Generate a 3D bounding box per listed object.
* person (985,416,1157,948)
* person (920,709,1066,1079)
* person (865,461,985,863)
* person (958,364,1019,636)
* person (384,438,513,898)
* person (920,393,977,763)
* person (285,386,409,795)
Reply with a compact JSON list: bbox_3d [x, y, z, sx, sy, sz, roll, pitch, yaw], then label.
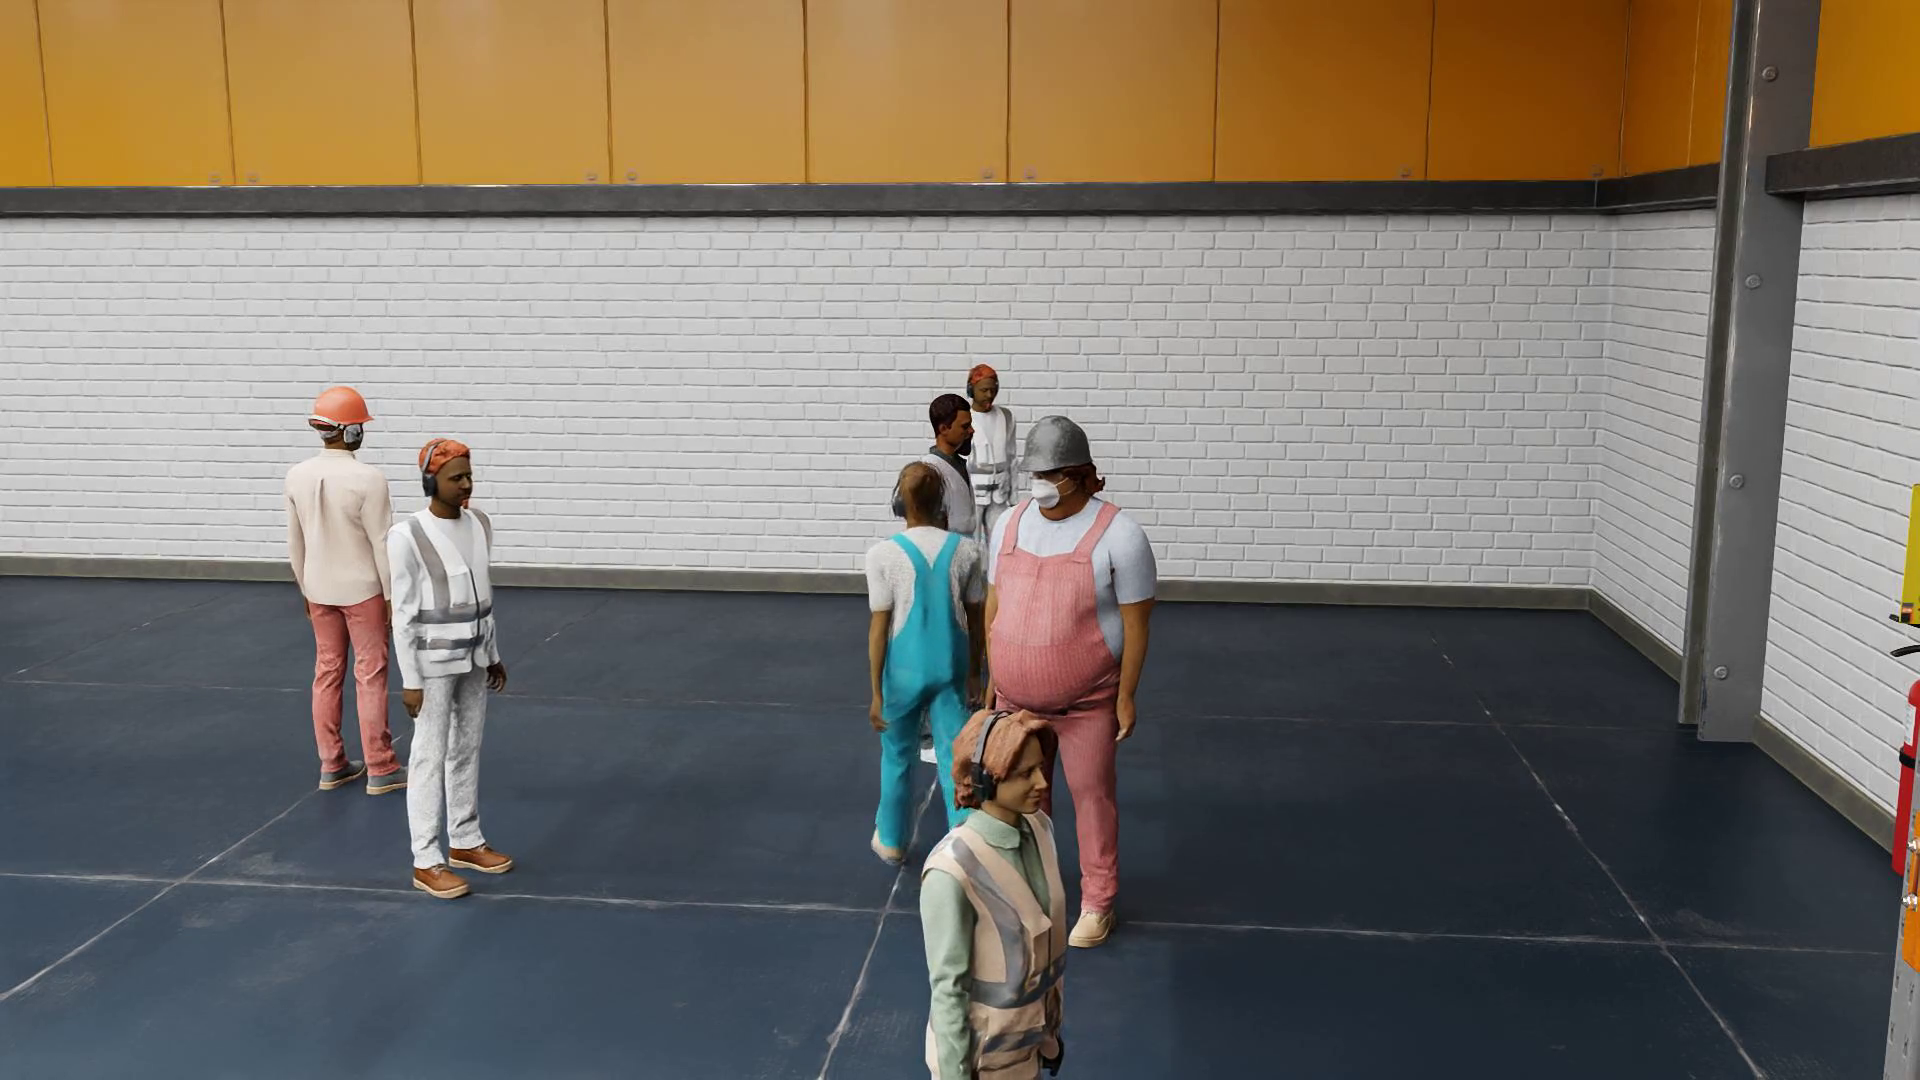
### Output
[{"bbox_3d":[0.360,0.536,6.343,0.688,2.000,0.536,6,12,31],"label":"person"},{"bbox_3d":[0.081,1.181,3.798,0.309,1.641,0.514,5,11,27],"label":"person"},{"bbox_3d":[-0.130,0.571,6.870,0.535,1.798,0.979,-3,10,-19],"label":"person"},{"bbox_3d":[0.151,-0.271,11.441,0.587,1.877,0.353,-6,12,-31],"label":"person"},{"bbox_3d":[-2.111,0.517,6.907,0.352,1.881,0.576,4,11,24],"label":"person"},{"bbox_3d":[-0.076,0.198,8.630,0.392,1.920,0.593,2,10,11],"label":"person"},{"bbox_3d":[-2.973,0.250,8.113,0.608,1.995,0.377,4,11,20],"label":"person"}]
